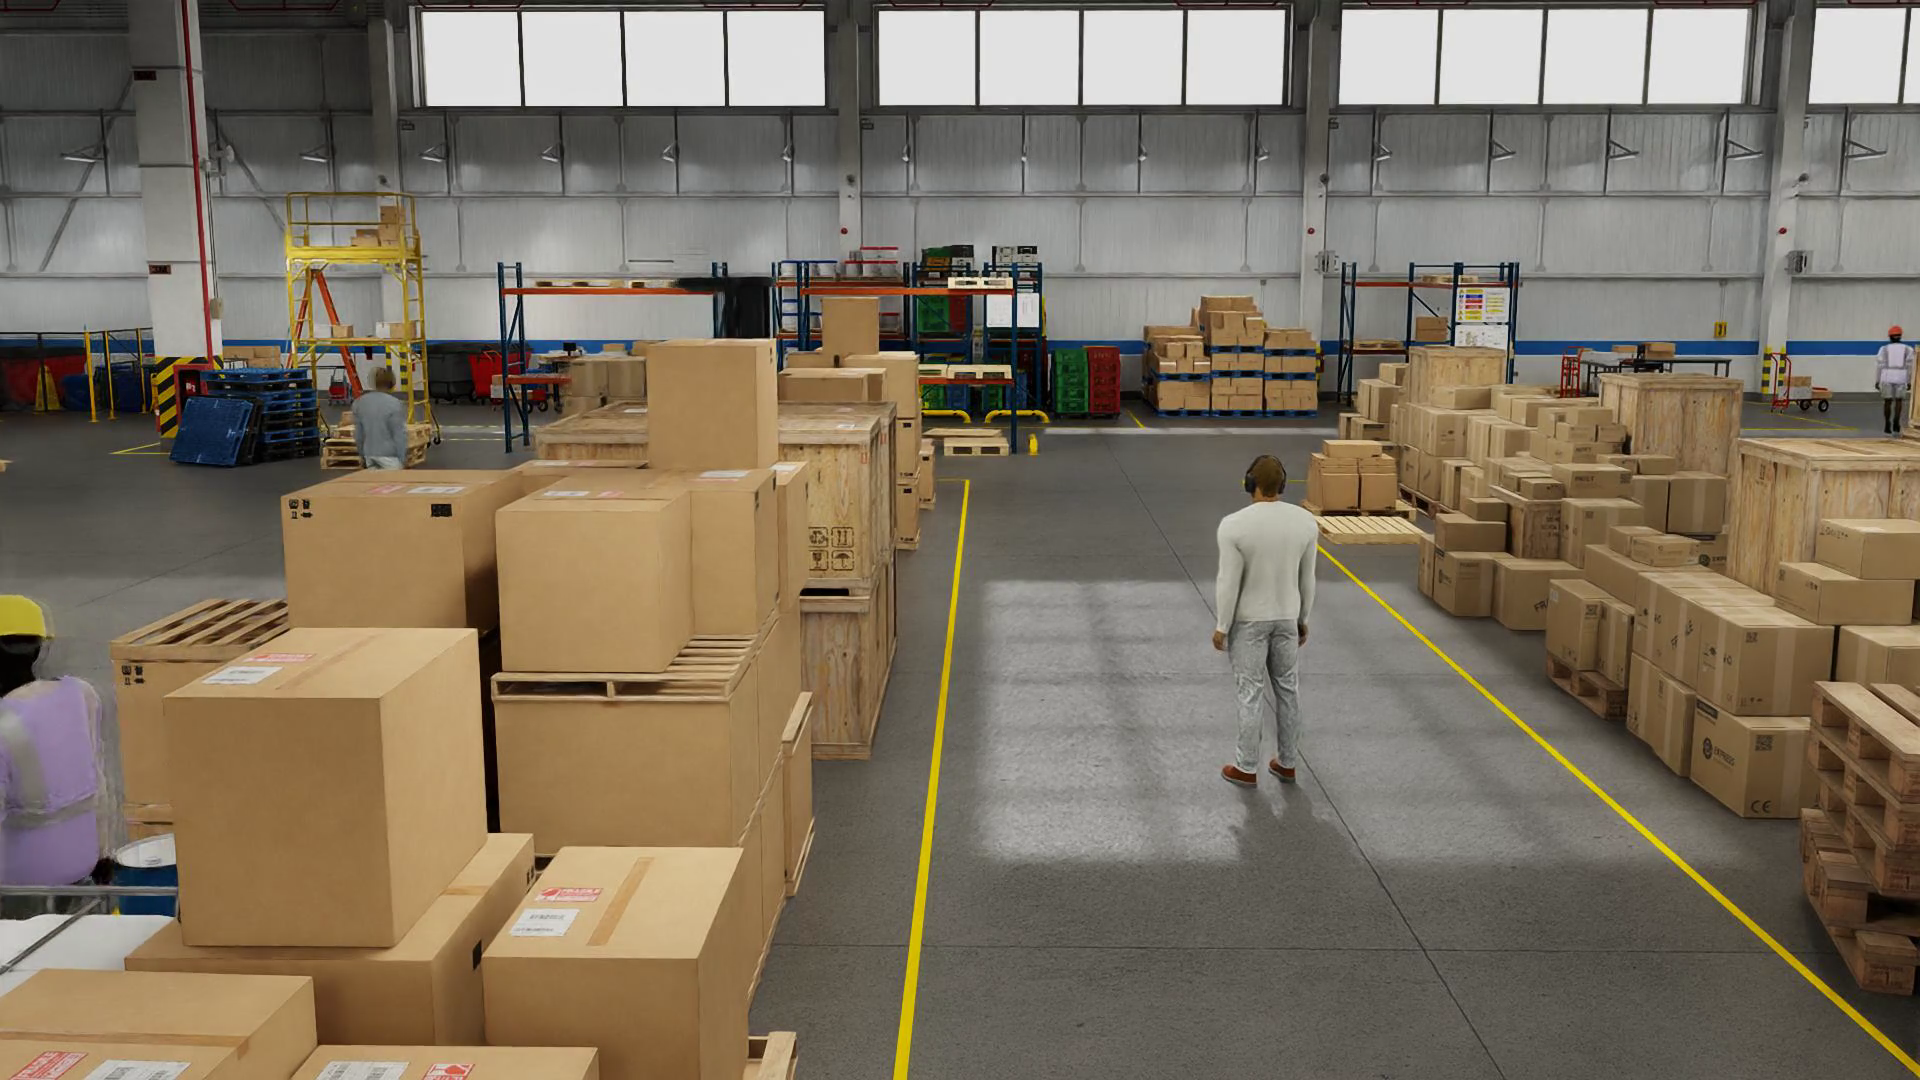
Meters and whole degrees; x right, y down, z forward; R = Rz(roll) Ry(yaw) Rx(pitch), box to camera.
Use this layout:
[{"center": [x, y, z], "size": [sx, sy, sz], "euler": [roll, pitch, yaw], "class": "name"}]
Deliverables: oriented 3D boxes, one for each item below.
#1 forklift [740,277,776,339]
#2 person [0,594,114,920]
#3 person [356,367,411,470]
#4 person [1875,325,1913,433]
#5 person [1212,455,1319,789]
[{"center": [-2.909, -2.403, 24.032], "size": [1.873, 2.768, 1.129], "euler": [0, 9, 1], "class": "forklift"}, {"center": [-3.215, 1.136, 5.774], "size": [0.444, 1.895, 0.636], "euler": [2, 10, 10], "class": "person"}, {"center": [-6.105, -0.862, 17.659], "size": [0.679, 1.923, 0.408], "euler": [4, 10, 23], "class": "person"}, {"center": [16.694, -2.880, 29.765], "size": [0.560, 1.908, 0.742], "euler": [4, 10, 24], "class": "person"}, {"center": [1.755, 0.472, 9.620], "size": [0.627, 1.940, 0.370], "euler": [-3, 10, -16], "class": "person"}]
